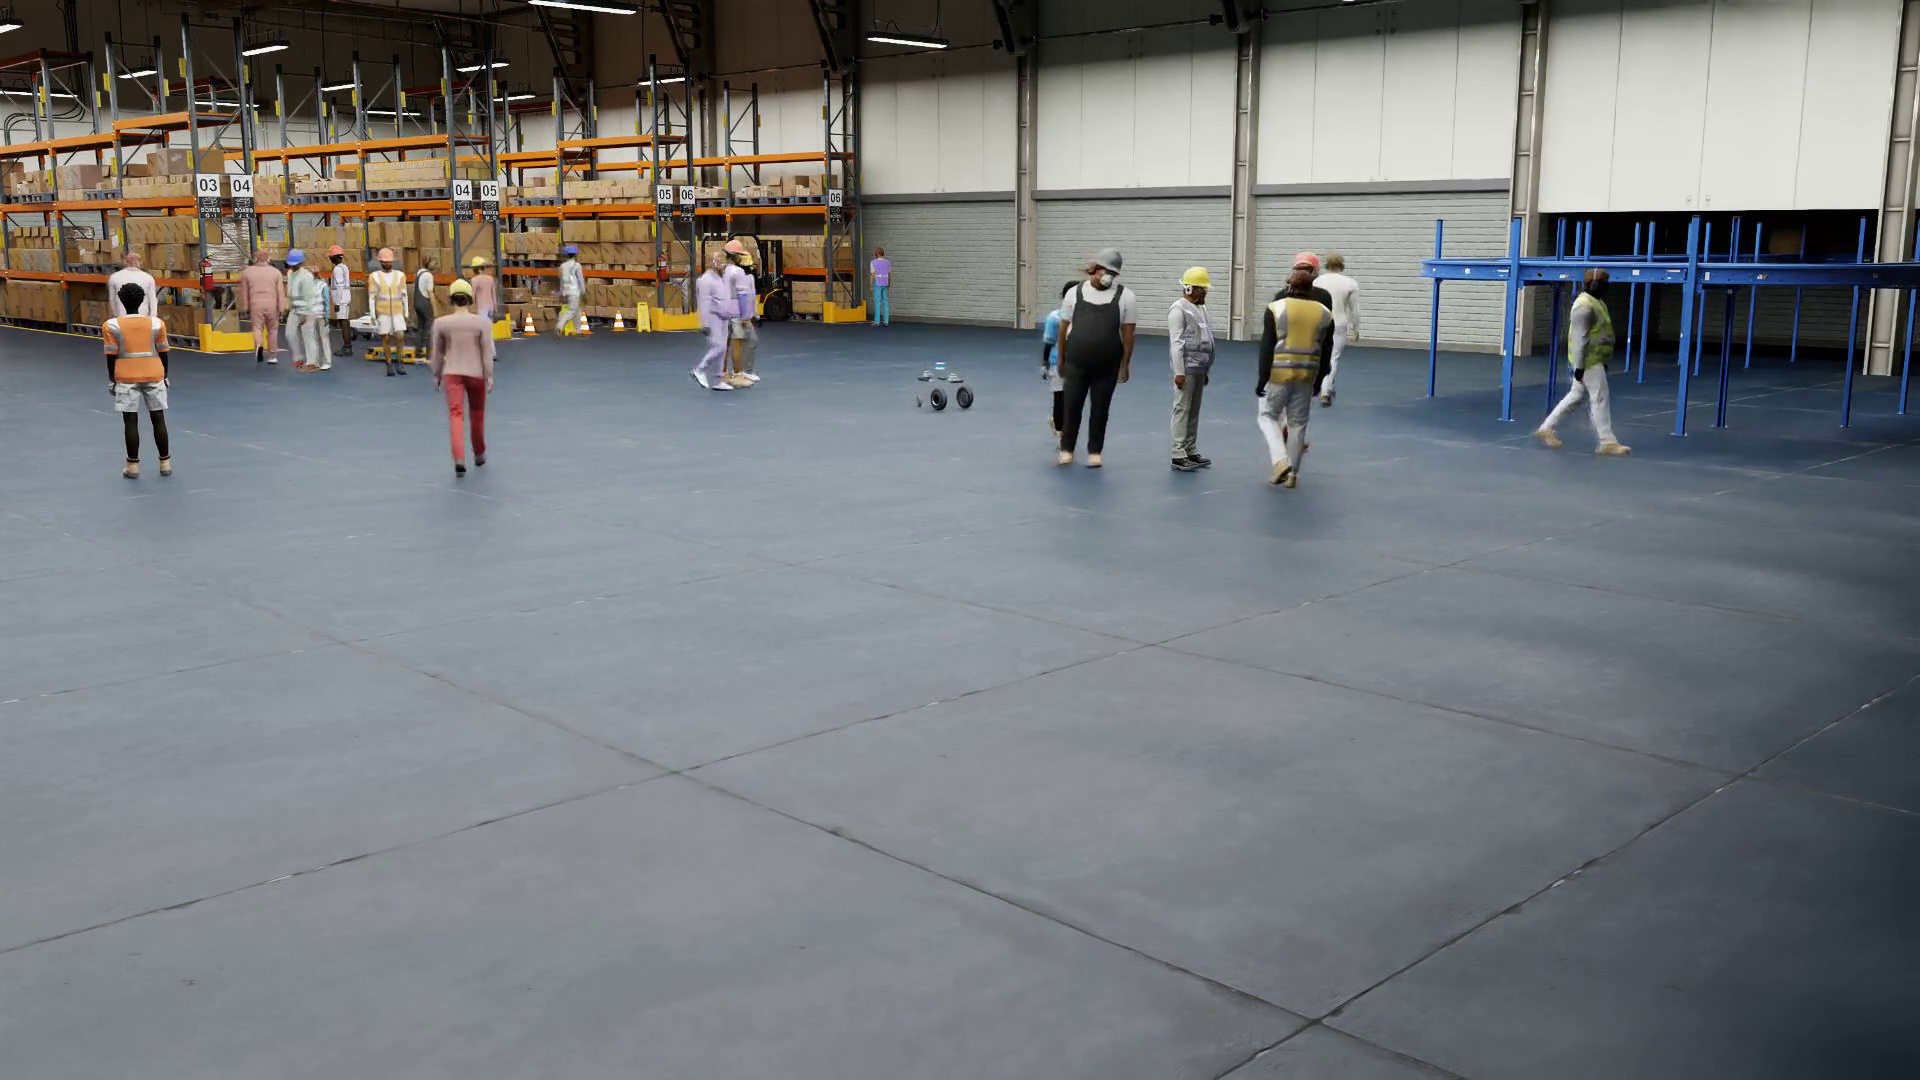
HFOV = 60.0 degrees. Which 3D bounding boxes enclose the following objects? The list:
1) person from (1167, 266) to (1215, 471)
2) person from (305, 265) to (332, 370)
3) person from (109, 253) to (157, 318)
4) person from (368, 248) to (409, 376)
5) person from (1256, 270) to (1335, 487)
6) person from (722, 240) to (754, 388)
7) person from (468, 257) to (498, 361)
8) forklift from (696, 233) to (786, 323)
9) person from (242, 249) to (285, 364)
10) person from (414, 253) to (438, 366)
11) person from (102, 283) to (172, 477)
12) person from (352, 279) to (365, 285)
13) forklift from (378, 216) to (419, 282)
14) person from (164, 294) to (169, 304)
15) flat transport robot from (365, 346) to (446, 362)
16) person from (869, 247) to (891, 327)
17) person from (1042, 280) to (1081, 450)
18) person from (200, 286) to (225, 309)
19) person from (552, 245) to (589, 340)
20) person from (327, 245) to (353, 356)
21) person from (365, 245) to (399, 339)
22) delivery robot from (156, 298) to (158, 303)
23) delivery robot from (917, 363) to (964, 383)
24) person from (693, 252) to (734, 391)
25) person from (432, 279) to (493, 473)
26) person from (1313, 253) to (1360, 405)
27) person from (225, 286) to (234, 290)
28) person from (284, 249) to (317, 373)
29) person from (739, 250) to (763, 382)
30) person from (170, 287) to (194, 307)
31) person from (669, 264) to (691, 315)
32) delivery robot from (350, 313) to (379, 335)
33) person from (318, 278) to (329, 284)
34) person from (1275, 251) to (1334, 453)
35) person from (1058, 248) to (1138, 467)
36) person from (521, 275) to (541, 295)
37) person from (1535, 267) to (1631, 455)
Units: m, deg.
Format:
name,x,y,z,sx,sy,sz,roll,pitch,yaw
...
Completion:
name,x,y,z,sx,sy,sz,roll,pitch,yaw
person,2.111,-1.565,15.140,0.404,1.830,0.588,6,12,31
person,-10.155,-3.507,26.254,0.523,1.637,0.310,4,11,19
person,-12.358,-3.362,24.897,0.626,1.855,1.017,-6,12,-28
person,-8.557,-3.410,24.976,0.583,1.903,0.831,-5,12,-25
person,2.783,-1.329,13.874,0.674,1.827,0.723,-2,11,-8
person,-3.173,-3.162,23.283,0.609,2.036,0.403,10,14,42
person,-8.112,-3.895,28.072,0.721,1.737,0.539,4,11,22
forklift,-5.496,-6.489,41.108,2.313,2.155,1.214,-10,14,-44
person,-11.436,-3.835,27.341,0.667,1.891,0.596,-3,11,-15
person,-8.753,-3.786,27.271,0.378,1.826,0.531,-10,14,-42
person,-7.229,-1.408,14.645,0.535,1.697,0.318,-8,13,-37
person,-15.188,-6.554,42.363,0.403,1.823,0.586,8,13,37
forklift,-17.868,-9.201,54.028,1.873,2.768,1.129,-10,14,-44
person,-21.972,-7.325,46.315,0.569,1.913,0.421,9,14,40
flat transport robot,-9.392,-3.156,28.183,1.431,0.197,0.652,8,13,38
person,-1.843,-5.892,38.718,0.561,1.836,0.377,-9,14,-39
person,1.016,-1.749,16.566,0.556,1.672,0.548,-6,12,-31
person,-17.611,-6.006,39.151,0.611,1.904,0.595,-9,14,-42
person,-7.938,-5.019,33.753,0.601,1.915,0.864,10,14,44
person,-10.939,-4.225,29.343,0.353,1.939,0.544,-2,11,-9
person,-11.861,-5.074,34.064,0.652,1.898,0.934,-9,14,-42
delivery robot,-22.048,-6.448,45.102,0.477,0.478,0.707,-1,10,-6
delivery robot,-0.247,-2.074,20.546,0.335,0.223,0.698,-8,13,-39
person,-3.341,-2.985,22.741,0.452,1.886,0.647,3,11,16
person,-4.485,-1.486,15.009,0.541,1.720,0.918,-2,11,-10
person,4.700,-2.664,20.994,0.651,1.887,1.035,5,12,26
person,-20.203,-7.229,45.999,0.479,1.837,0.550,2,11,10
person,-10.135,-3.508,25.562,0.645,1.891,0.533,6,12,31
person,-3.042,-3.222,24.021,0.587,1.888,0.580,2,11,11
person,-17.064,-5.364,36.311,0.835,1.658,0.530,5,12,27
person,-7.109,-6.565,42.258,0.576,1.882,0.355,0,10,1
delivery robot,-12.031,-4.371,33.775,0.707,0.478,0.477,5,11,24
person,-17.860,-7.482,46.836,0.610,2.042,0.406,-6,12,-30
person,3.244,-1.787,16.009,0.671,1.959,0.692,8,13,38
person,1.249,-1.654,15.165,0.723,2.000,0.575,1,10,7
person,-11.837,-7.212,45.903,0.429,1.844,0.626,8,13,37
person,6.156,-1.773,16.363,0.904,1.814,0.636,5,12,26
